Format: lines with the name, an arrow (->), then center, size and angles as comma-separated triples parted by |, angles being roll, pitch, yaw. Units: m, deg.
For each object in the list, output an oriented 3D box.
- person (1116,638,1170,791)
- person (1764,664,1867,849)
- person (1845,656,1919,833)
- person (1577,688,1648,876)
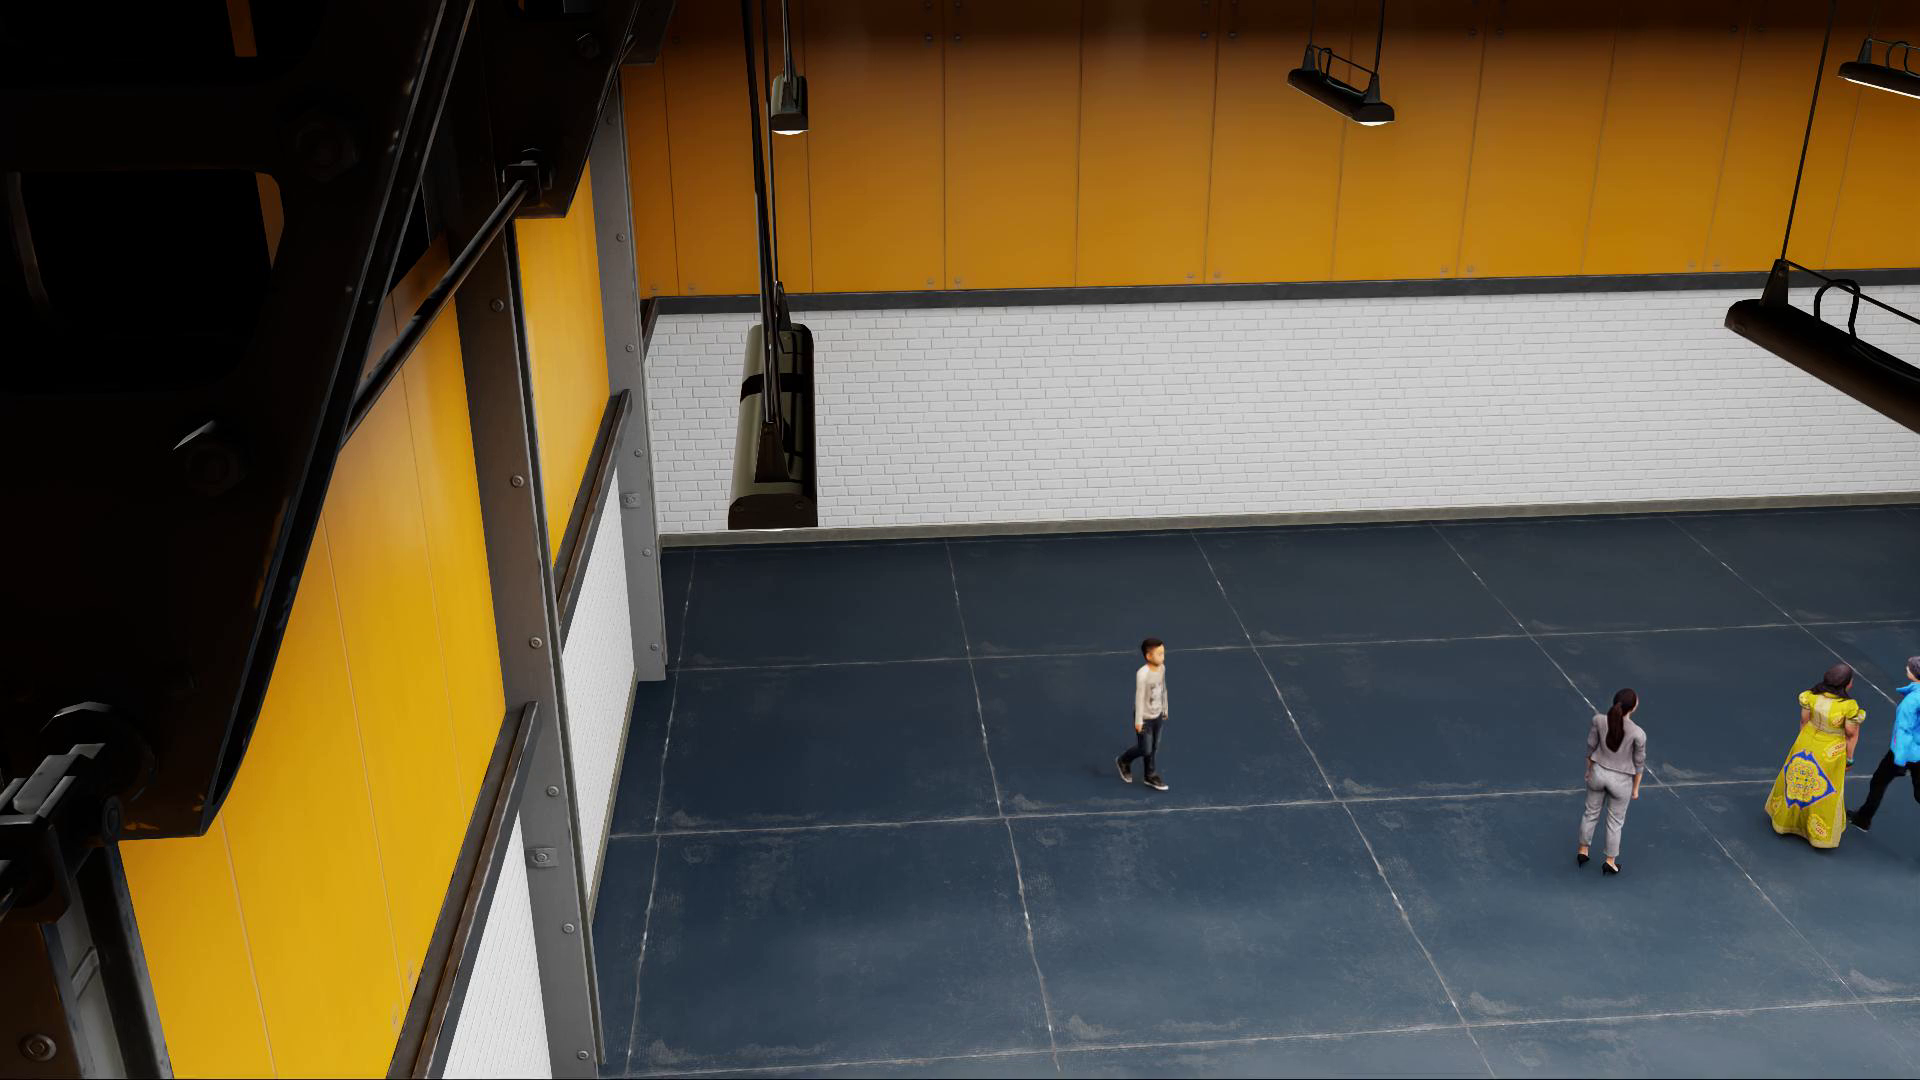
person -> 1.621, 1.531, 14.730 | 0.841, 1.456, 0.781 | 19, 30, 36
person -> 7.207, 1.782, 13.902 | 1.058, 1.661, 0.951 | -17, 29, -34
person -> 7.894, 1.828, 13.673 | 0.934, 1.759, 1.284 | -10, 26, -22
person -> 5.273, 1.954, 13.484 | 0.719, 1.678, 0.784 | 20, 31, 38
